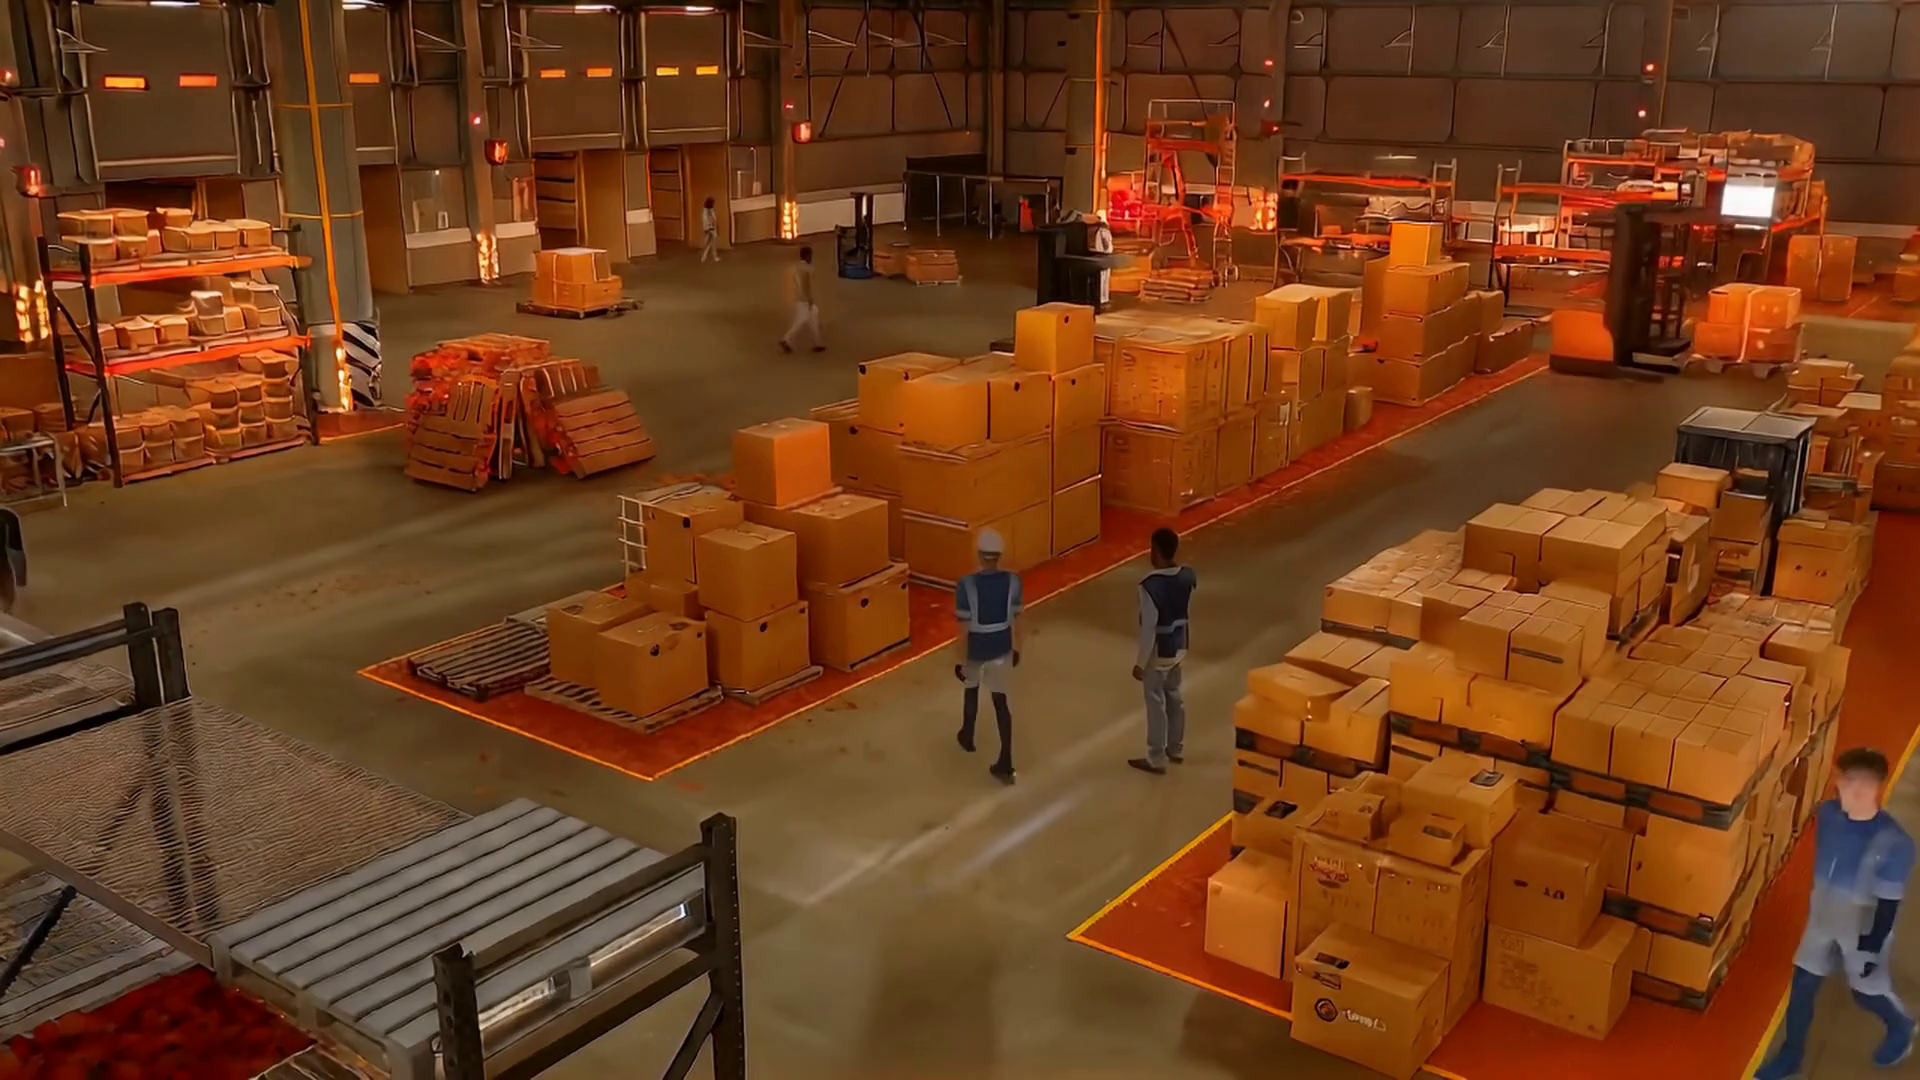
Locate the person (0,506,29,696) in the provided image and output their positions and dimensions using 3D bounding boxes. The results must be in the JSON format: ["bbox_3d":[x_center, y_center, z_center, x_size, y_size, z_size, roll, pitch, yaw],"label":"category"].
[{"bbox_3d":[-8.297,0.369,14.179,0.649,1.926,0.508,-10,19,-29],"label":"person"}]

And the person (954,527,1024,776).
[{"bbox_3d":[0.230,0.840,12.709,0.566,1.883,0.997,-5,17,-16],"label":"person"}]

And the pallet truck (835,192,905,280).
[{"bbox_3d":[-1.936,-7.159,38.982,1.885,1.965,0.823,-12,21,-34],"label":"pallet truck"}]

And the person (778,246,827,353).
[{"bbox_3d":[-2.832,-4.251,29.540,0.819,1.908,0.672,-12,20,-34],"label":"person"}]

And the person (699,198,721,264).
[{"bbox_3d":[-6.282,-7.722,41.516,0.528,1.610,0.795,13,21,36],"label":"person"}]

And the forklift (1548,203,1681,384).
[{"bbox_3d":[10.914,-4.121,27.419,1.873,2.768,1.129,12,21,35],"label":"forklift"}]

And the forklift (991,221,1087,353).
[{"bbox_3d":[1.463,-3.273,24.612,1.873,2.768,1.129,12,21,35],"label":"forklift"}]

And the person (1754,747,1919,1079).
[{"bbox_3d":[4.756,1.993,8.797,0.904,1.941,0.605,-6,18,-19],"label":"person"}]

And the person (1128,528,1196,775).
[{"bbox_3d":[1.546,0.843,12.621,0.378,1.917,0.598,16,23,42],"label":"person"}]

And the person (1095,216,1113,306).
[{"bbox_3d":[3.022,-5.850,34.866,0.350,1.878,0.568,12,21,35],"label":"person"}]
